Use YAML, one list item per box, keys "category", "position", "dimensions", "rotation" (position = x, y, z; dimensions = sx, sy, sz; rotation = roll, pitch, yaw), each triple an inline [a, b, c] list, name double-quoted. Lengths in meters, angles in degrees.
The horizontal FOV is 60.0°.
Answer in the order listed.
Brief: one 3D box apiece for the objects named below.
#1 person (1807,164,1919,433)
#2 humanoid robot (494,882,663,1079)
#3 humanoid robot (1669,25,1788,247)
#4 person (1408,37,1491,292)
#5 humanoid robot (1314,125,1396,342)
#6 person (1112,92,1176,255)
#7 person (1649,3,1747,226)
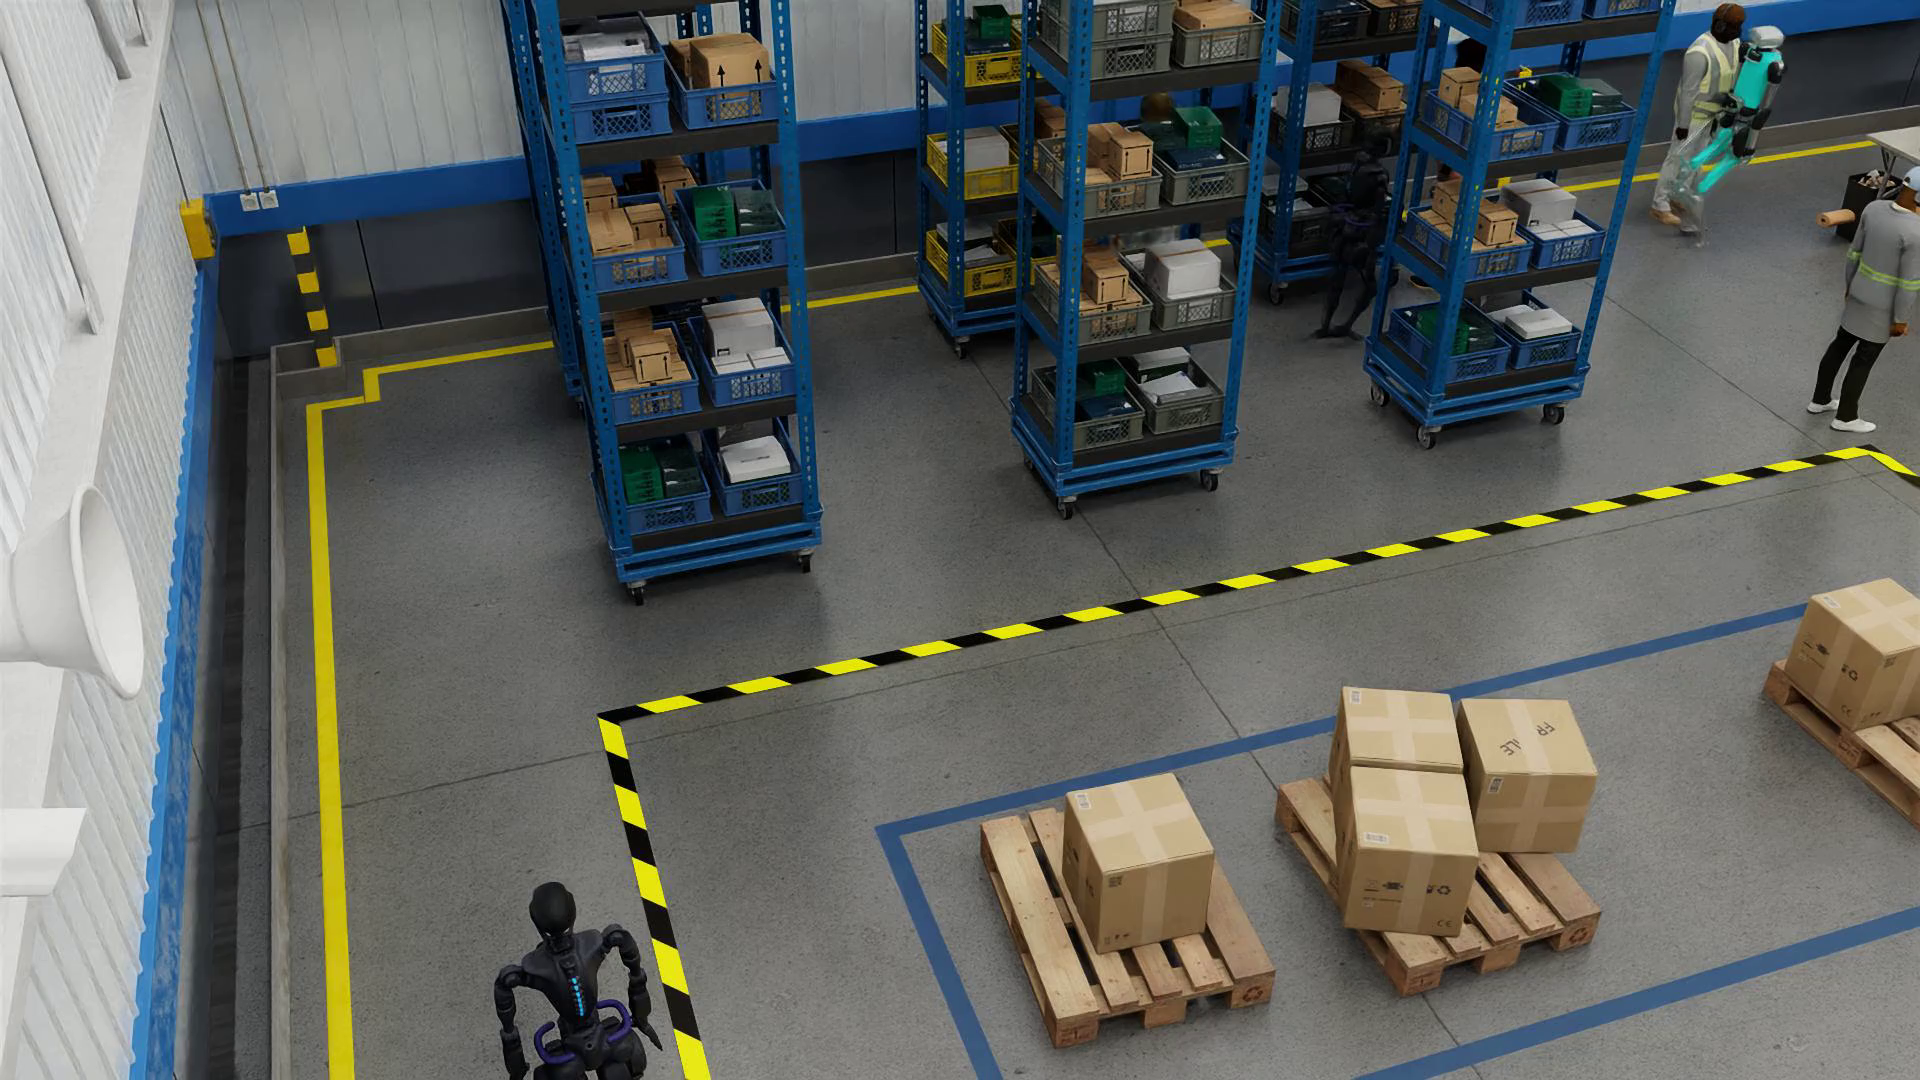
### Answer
- category: "person"
  position: [6.046, -1.586, 10.934]
  dimensions: [0.397, 1.848, 0.587]
  rotation: [-7, 36, -10]
- category: "humanoid robot"
  position: [-1.394, 1.892, 6.137]
  dimensions: [0.599, 1.657, 0.315]
  rotation: [-18, 39, -23]
- category: "humanoid robot"
  position: [6.040, -3.206, 13.306]
  dimensions: [0.682, 1.773, 0.535]
  rotation: [-6, 36, -8]
- category: "person"
  position: [3.763, -2.832, 12.599]
  dimensions: [0.367, 1.966, 0.603]
  rotation: [24, 42, 30]
- category: "humanoid robot"
  position: [2.826, -2.185, 11.934]
  dimensions: [0.399, 1.647, 0.608]
  rotation: [-8, 36, -11]
- category: "person"
  position: [1.336, -2.357, 11.991]
  dimensions: [0.627, 1.888, 0.987]
  rotation: [-8, 36, -11]
- category: "person"
  position: [6.085, -3.495, 13.658]
  dimensions: [0.622, 1.836, 0.432]
  rotation: [-27, 43, -32]
